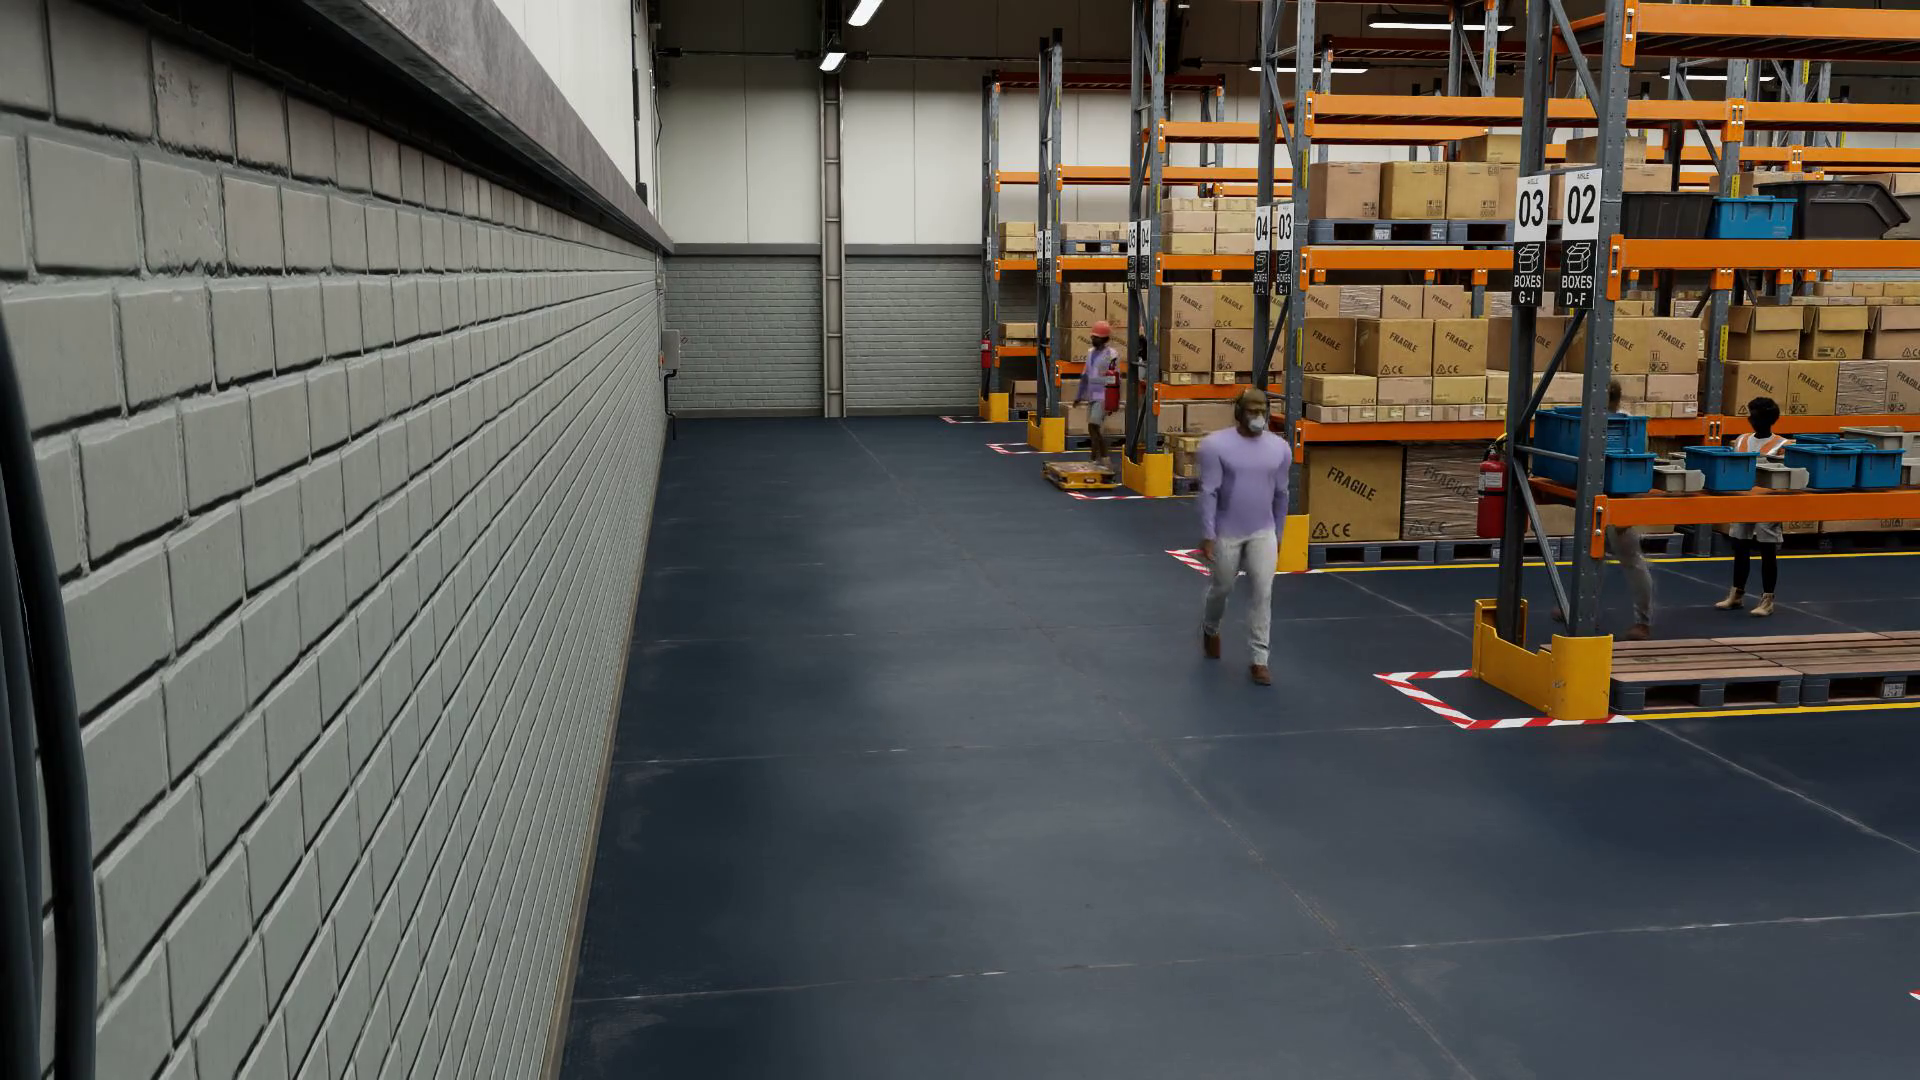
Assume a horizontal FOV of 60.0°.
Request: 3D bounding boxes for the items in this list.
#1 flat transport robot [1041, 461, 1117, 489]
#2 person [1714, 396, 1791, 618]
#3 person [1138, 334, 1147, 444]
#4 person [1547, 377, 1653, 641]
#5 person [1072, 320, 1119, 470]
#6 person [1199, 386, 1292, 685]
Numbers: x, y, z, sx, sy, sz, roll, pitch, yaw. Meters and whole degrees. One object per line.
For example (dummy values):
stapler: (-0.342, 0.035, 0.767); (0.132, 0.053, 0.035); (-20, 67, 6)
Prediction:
flat transport robot: (1.462, -0.811, 20.593); (0.652, 0.197, 1.431); (-1, 9, -8)
person: (6.130, -0.259, 12.803); (0.318, 1.697, 0.533); (-5, 10, -27)
person: (2.324, -1.646, 20.867); (0.324, 1.860, 0.515); (-3, 10, -18)
person: (4.738, -0.238, 12.102); (0.685, 1.901, 0.667); (2, 9, 10)
person: (1.747, -1.823, 21.453); (0.515, 2.011, 0.676); (-5, 10, -27)
person: (1.854, -0.063, 10.946); (0.632, 1.915, 0.898); (-1, 9, -4)
